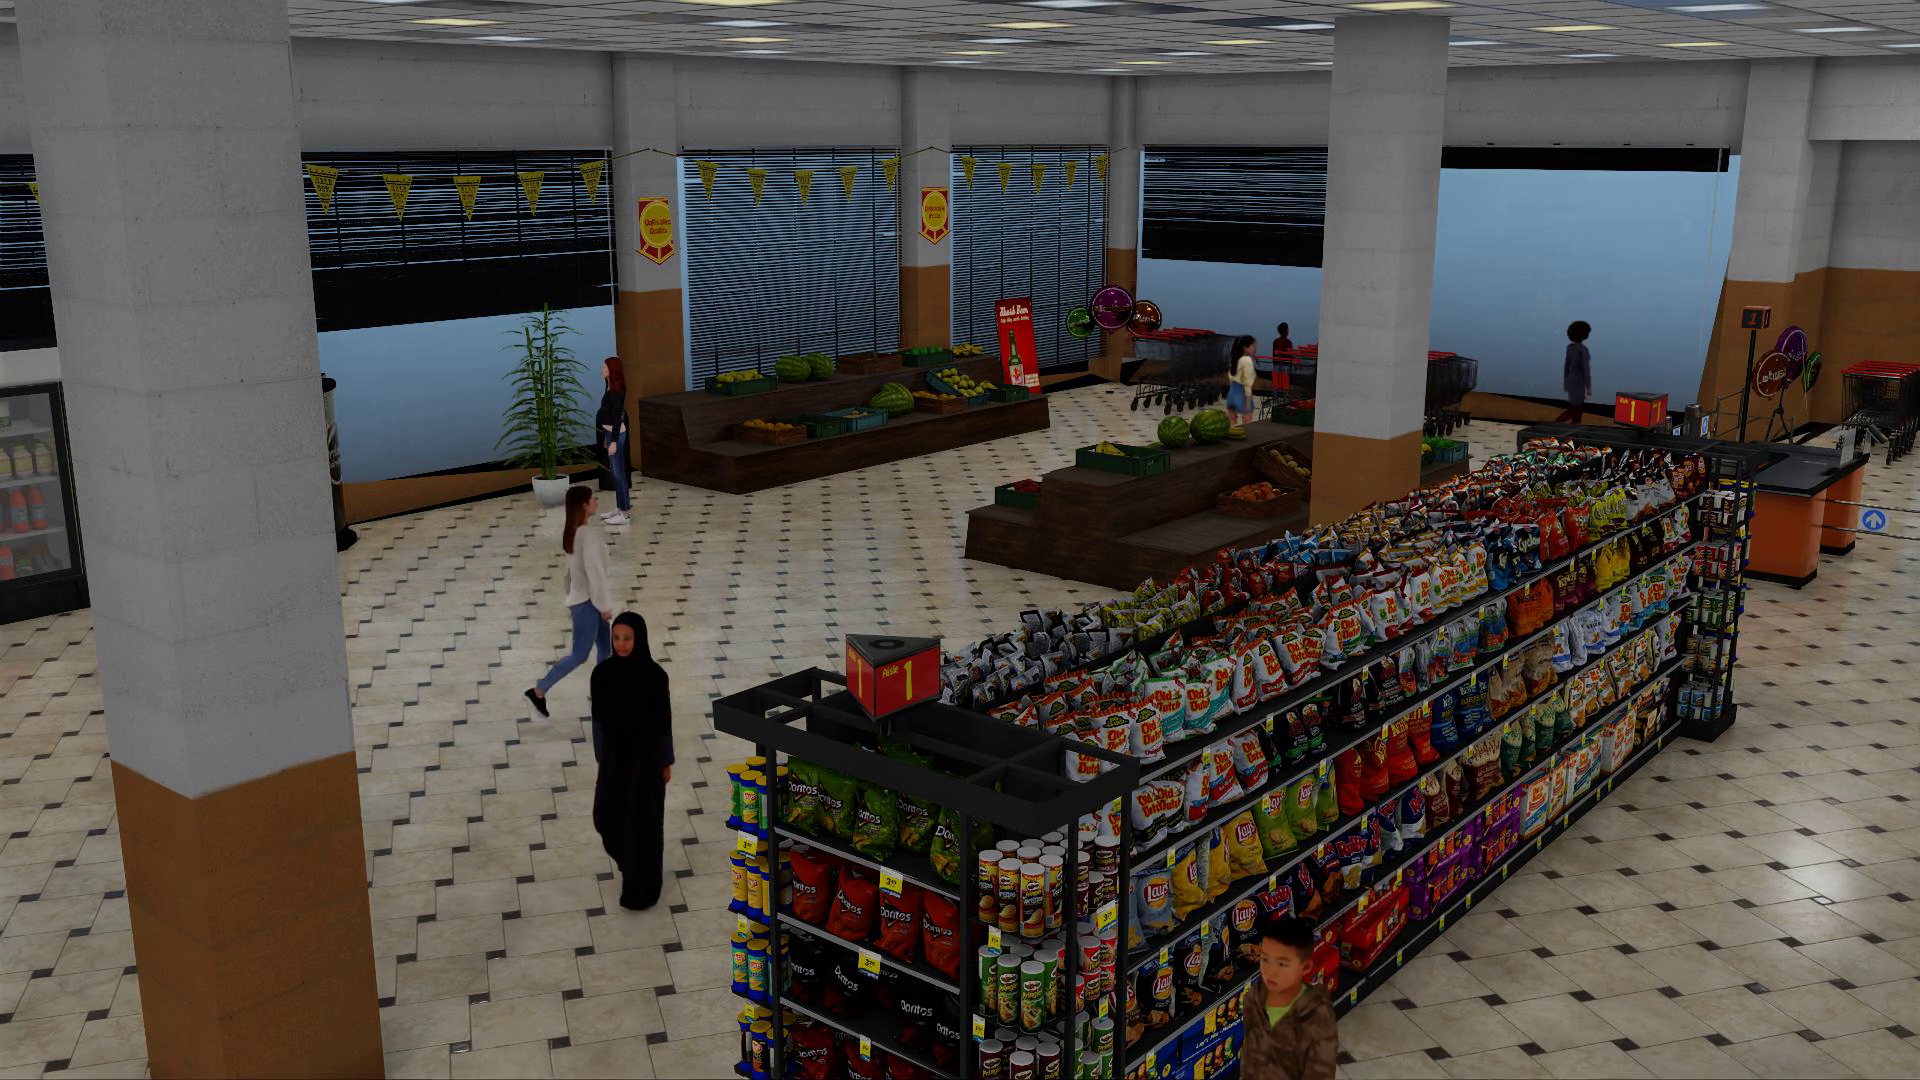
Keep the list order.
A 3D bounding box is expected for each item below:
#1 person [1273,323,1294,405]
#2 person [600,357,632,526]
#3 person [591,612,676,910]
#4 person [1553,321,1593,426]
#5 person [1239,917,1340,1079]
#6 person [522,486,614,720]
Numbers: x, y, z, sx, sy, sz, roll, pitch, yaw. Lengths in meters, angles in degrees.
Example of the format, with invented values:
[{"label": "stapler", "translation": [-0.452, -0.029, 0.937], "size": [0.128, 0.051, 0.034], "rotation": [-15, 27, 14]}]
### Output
[{"label": "person", "translation": [4.987, -2.728, 25.703], "size": [0.505, 1.256, 0.488], "rotation": [12, 18, 41]}, {"label": "person", "translation": [-3.682, -1.068, 17.737], "size": [0.694, 1.786, 0.665], "rotation": [-5, 14, -18]}, {"label": "person", "translation": [-1.734, 1.149, 8.979], "size": [0.849, 1.605, 0.950], "rotation": [1, 14, 5]}, {"label": "person", "translation": [7.986, -1.990, 21.753], "size": [1.093, 1.685, 0.999], "rotation": [-2, 14, -9]}, {"label": "person", "translation": [1.191, 1.998, 5.834], "size": [0.602, 1.438, 0.900], "rotation": [13, 18, 42]}, {"label": "person", "translation": [-2.685, 0.476, 11.631], "size": [1.152, 1.663, 0.919], "rotation": [-6, 15, -24]}]
